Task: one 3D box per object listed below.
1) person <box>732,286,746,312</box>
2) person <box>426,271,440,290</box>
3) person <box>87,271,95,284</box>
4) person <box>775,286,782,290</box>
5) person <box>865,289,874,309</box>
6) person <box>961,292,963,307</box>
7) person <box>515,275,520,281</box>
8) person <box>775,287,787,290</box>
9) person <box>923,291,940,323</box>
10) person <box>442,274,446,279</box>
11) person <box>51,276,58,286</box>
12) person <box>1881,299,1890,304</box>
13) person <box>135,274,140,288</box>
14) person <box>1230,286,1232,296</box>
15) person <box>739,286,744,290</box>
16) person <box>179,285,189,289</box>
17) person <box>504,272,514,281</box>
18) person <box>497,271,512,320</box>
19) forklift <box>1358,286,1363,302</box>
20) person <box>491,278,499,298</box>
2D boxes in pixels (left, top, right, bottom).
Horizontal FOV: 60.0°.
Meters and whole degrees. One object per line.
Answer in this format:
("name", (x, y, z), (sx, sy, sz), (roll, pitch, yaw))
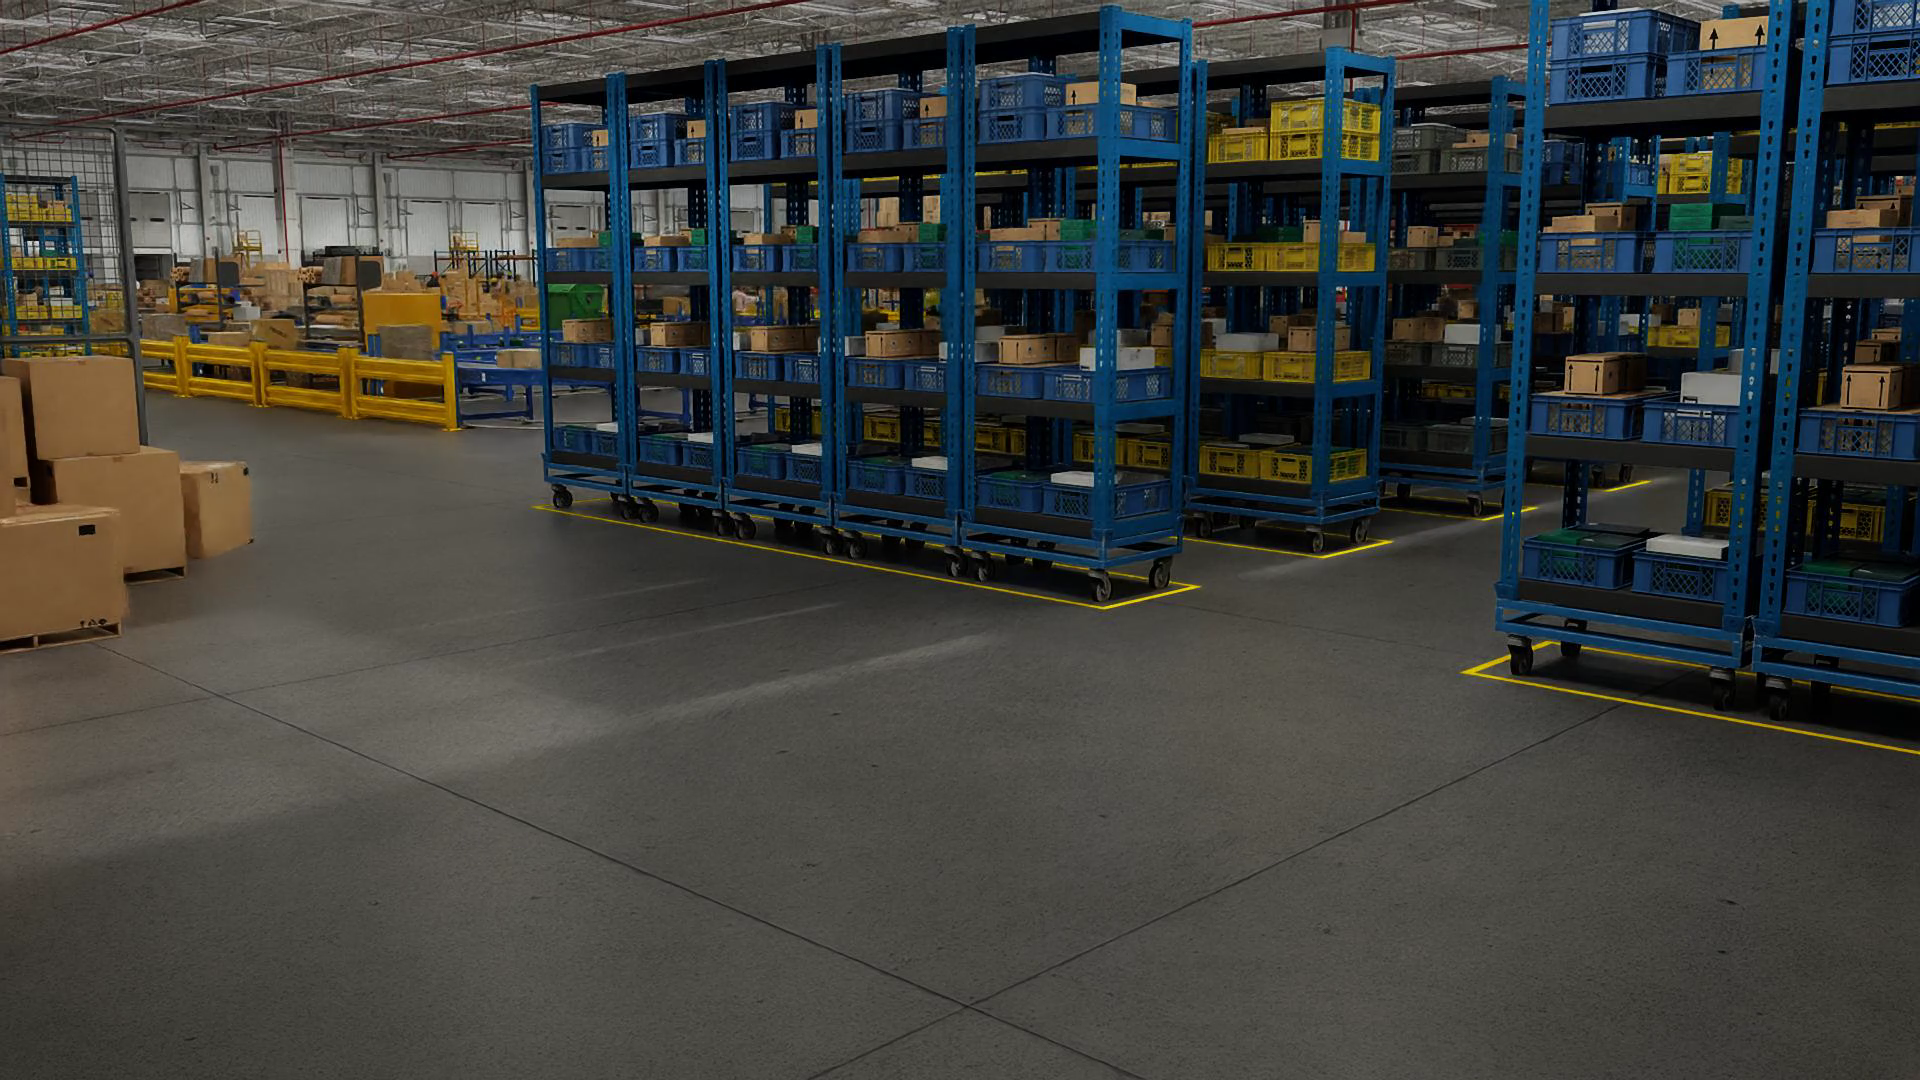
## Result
("person", (-6.326, -6.531, 47.517), (0.530, 1.727, 0.881), (-8, 12, -39))
("person", (-18.731, -8.584, 59.315), (0.622, 1.982, 0.405), (5, 11, 29))
("person", (-41.491, -11.859, 79.504), (0.387, 1.949, 0.602), (-6, 11, -31))
("person", (-6.709, -8.828, 61.714), (0.355, 1.680, 0.523), (0, 9, 0))
("person", (-3.335, -8.594, 60.294), (0.363, 1.680, 0.548), (6, 11, 33))
("person", (0.084, -8.184, 57.378), (0.519, 1.812, 0.608), (7, 12, 38))
("person", (-20.200, -11.213, 76.013), (0.533, 1.791, 0.953), (3, 10, 18))
("person", (-7.337, -10.004, 68.126), (0.604, 1.954, 0.394), (-6, 11, -32))
("person", (-0.281, -2.091, 20.085), (0.598, 1.798, 0.542), (8, 12, 41))
("person", (-22.661, -10.762, 73.138), (0.513, 1.834, 0.945), (7, 12, 39))
("person", (-38.326, -10.406, 70.629), (0.638, 1.936, 0.356), (-2, 10, -13))
("person", (22.817, -5.608, 41.246), (0.374, 1.928, 0.543), (-2, 9, -12))
("person", (-32.730, -9.633, 65.929), (0.546, 1.930, 0.385), (6, 11, 32))
("person", (8.858, -7.621, 54.488), (0.520, 1.620, 0.341), (9, 13, 43))
("person", (-11.478, -13.114, 87.319), (0.637, 1.916, 0.455), (8, 12, 40))
("person", (-37.811, -12.020, 80.919), (0.632, 1.819, 0.484), (4, 10, 25))
("person", (-22.126, -12.217, 81.812), (0.682, 1.903, 0.621), (9, 13, 43))
("person", (-18.248, -9.696, 65.963), (0.865, 2.000, 0.696), (-4, 10, -22))
("forklift", (11.100, -7.017, 46.970), (1.873, 2.768, 1.129), (9, 13, 43))
("person", (-16.597, -8.491, 59.446), (0.332, 1.760, 0.527), (-1, 9, -4))
